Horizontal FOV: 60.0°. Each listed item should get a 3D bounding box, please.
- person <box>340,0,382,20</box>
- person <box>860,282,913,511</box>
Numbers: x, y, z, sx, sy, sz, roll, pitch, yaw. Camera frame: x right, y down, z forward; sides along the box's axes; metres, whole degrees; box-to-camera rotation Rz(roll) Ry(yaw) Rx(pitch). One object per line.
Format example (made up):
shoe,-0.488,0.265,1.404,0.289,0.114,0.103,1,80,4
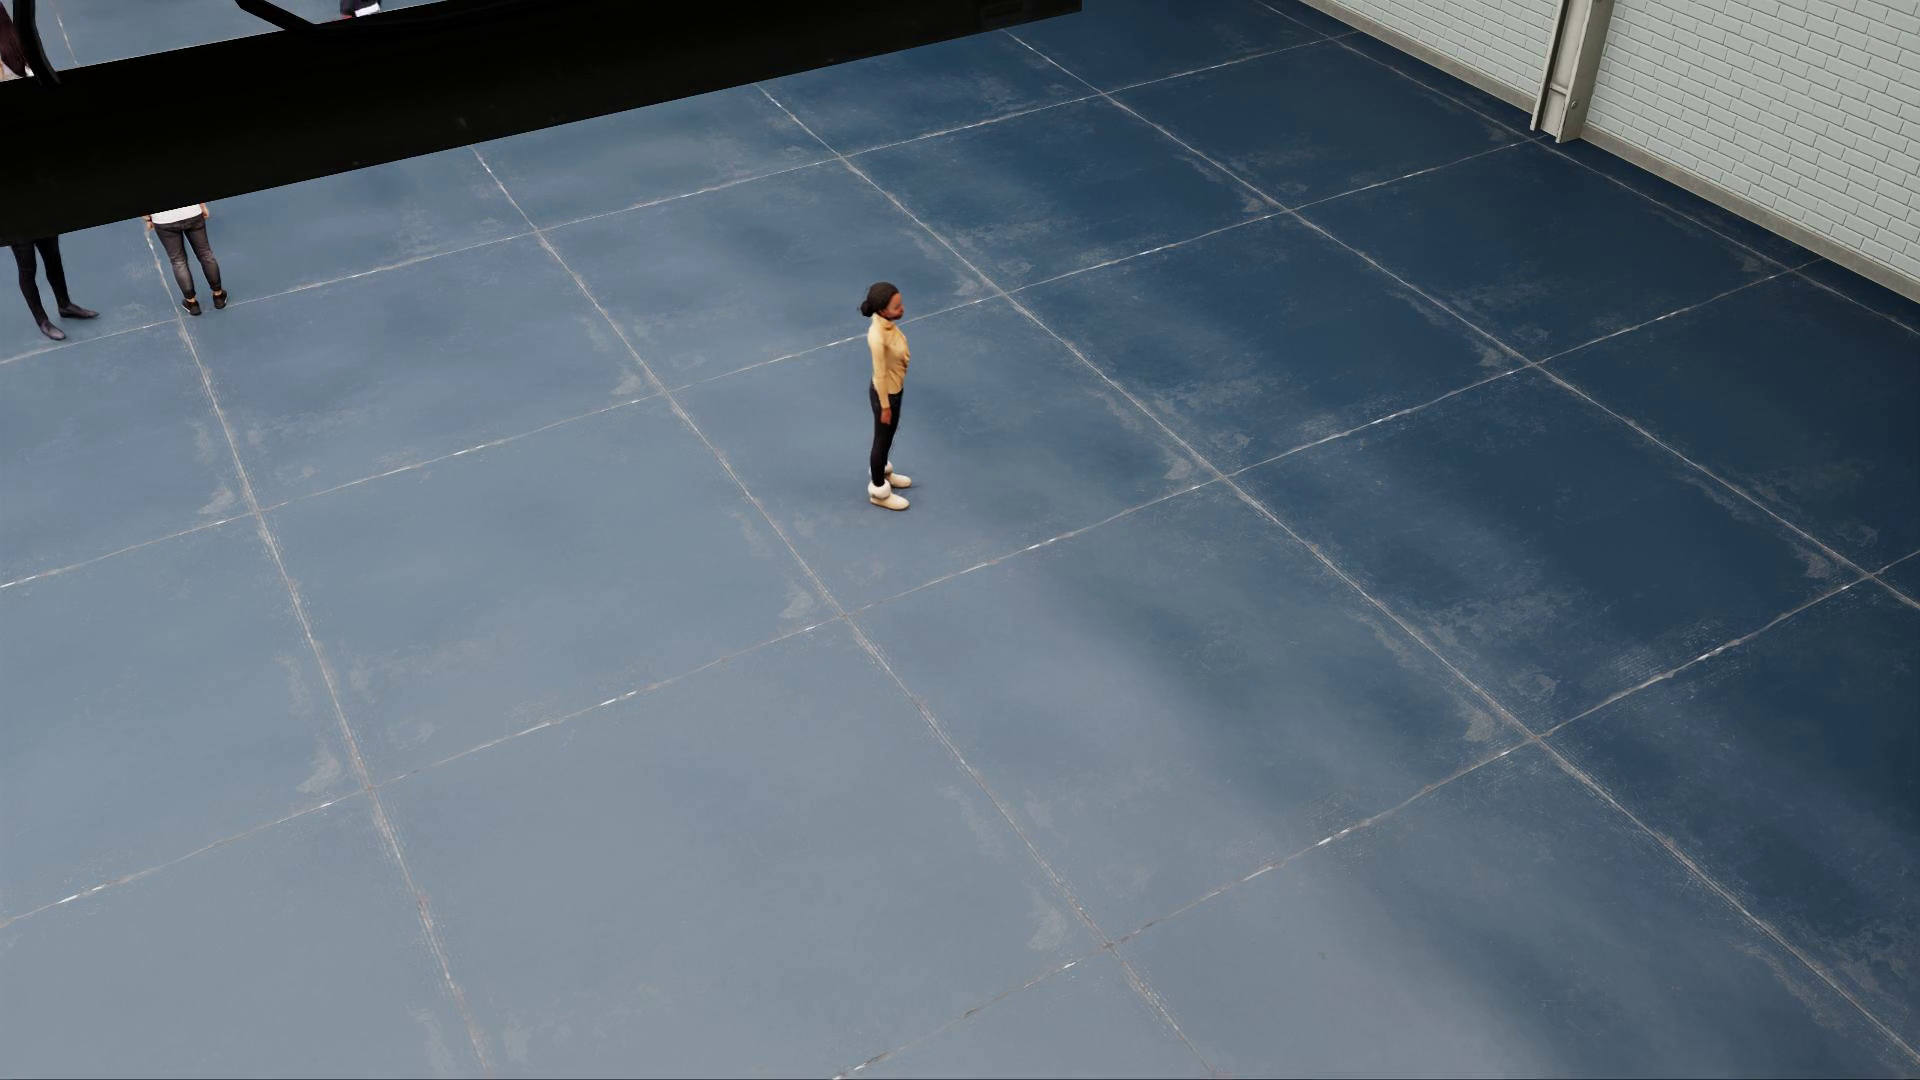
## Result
person,-5.606,-4.590,15.672,0.920,1.699,0.824,25,45,29
person,-0.495,-0.983,11.093,0.743,1.659,0.655,3,38,4
